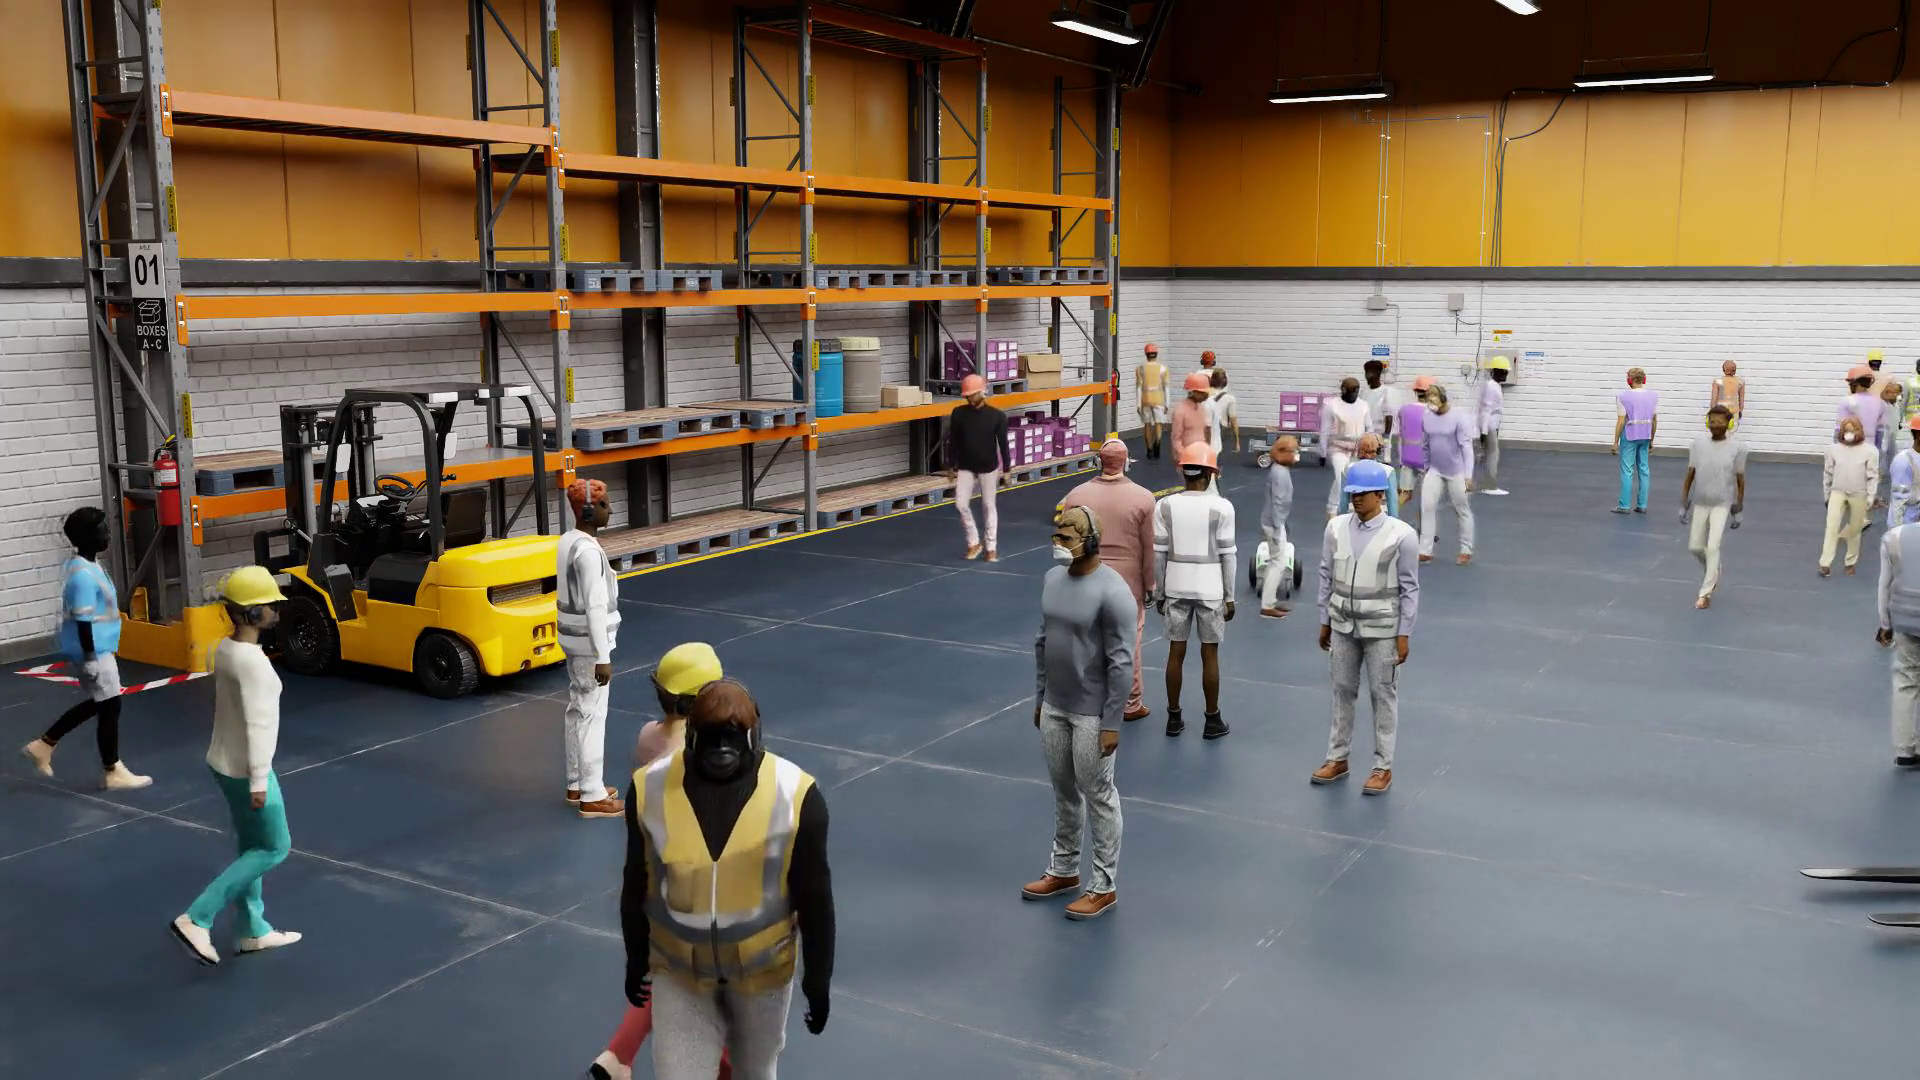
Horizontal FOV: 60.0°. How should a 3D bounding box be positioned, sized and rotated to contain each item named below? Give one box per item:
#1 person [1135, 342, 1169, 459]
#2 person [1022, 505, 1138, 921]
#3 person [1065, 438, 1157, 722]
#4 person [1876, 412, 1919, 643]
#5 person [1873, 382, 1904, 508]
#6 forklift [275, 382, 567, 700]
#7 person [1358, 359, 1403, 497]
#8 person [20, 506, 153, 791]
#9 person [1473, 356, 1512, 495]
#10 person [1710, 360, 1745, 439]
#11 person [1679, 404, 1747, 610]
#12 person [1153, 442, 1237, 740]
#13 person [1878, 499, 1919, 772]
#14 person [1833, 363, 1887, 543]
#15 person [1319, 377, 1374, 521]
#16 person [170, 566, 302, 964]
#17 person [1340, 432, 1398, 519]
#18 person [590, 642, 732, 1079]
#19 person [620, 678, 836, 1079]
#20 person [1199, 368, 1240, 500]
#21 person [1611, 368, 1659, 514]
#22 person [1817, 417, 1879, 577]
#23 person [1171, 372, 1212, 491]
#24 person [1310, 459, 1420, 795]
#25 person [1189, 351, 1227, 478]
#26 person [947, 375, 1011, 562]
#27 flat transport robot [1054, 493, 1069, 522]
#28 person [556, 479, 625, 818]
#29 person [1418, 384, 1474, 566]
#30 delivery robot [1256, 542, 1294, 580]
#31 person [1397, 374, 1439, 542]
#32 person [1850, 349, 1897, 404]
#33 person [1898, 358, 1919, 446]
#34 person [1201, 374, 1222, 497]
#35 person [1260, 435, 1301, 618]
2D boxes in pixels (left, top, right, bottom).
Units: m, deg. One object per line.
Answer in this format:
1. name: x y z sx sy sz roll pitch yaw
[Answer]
1. person: 3.097 -2.227 26.783 0.544 1.914 0.733 0 9 2
2. person: 0.561 0.798 7.816 0.372 1.940 0.631 -6 11 -35
3. person: 1.033 0.269 11.201 0.647 1.913 0.409 3 10 18
4. person: 7.735 -0.099 13.463 0.540 1.930 0.386 -5 10 -29
5. person: 11.944 -1.218 21.393 0.505 1.618 0.333 -6 11 -33
6. forklift: -3.974 -0.067 12.417 2.313 2.155 1.214 5 11 30
7. person: 5.329 -1.345 21.220 0.869 1.935 0.610 -7 12 -38
8. person: -5.084 0.640 9.589 0.589 1.680 0.537 -5 10 -26
9. person: 7.125 -1.568 22.668 0.693 1.908 0.605 3 10 17
10. person: 12.130 -2.017 26.312 0.515 1.641 0.309 1 9 4
11. person: 6.825 -0.322 15.071 0.524 1.855 0.699 8 12 42
12. person: 1.526 0.329 10.779 0.542 1.927 0.374 4 10 22
13. person: 5.852 0.504 10.008 0.498 1.819 0.619 -7 12 -38
14. person: 9.952 -0.947 18.456 0.631 2.019 0.547 -2 9 -15
15. person: 4.608 -1.041 19.803 0.623 1.790 0.938 -4 10 -23
16. person: -3.137 0.990 7.213 0.531 1.755 0.536 -8 12 -40
17. person: 3.537 -0.113 14.428 0.514 1.641 0.307 6 11 32
18. person: -0.966 1.206 5.837 0.631 1.745 0.551 -6 11 -33
19. person: -0.701 1.320 4.949 0.658 1.807 0.846 0 9 -3
20. person: 3.307 -1.260 21.055 0.525 1.807 0.874 7 11 36
21. person: 8.435 -1.230 20.787 0.563 1.838 0.389 -2 9 -11
22. person: 8.743 -0.400 16.387 0.506 1.589 0.844 6 11 35
23. person: 2.557 -0.844 18.032 0.670 1.947 0.695 5 10 30
24. person: 2.351 0.498 9.653 0.605 1.948 0.405 8 12 41
25. person: 3.630 -1.839 24.439 0.584 1.882 0.337 1 9 9
26. person: 0.185 -0.737 17.334 0.721 1.961 0.530 2 9 15
27. flat transport robot: 1.573 -0.396 20.452 0.652 0.197 1.431 2 9 10
28. person: -2.057 0.595 9.250 0.341 1.882 0.587 -4 10 -26
29. person: 4.987 -0.650 17.033 0.881 1.872 0.782 -7 12 -38
30. delivery robot: 2.983 0.174 15.721 0.477 0.478 0.707 2 9 12
31. person: 5.028 -0.881 18.392 0.783 1.914 0.555 -8 12 -40
32. person: 13.135 -1.788 23.995 0.638 1.923 0.379 4 10 22
33. person: 14.118 -1.788 24.425 0.634 1.800 0.974 1 9 7
34. person: 2.887 -1.011 19.425 0.416 1.854 0.571 1 9 4
35. person: 2.802 -0.125 14.579 0.326 1.614 0.549 1 9 8
